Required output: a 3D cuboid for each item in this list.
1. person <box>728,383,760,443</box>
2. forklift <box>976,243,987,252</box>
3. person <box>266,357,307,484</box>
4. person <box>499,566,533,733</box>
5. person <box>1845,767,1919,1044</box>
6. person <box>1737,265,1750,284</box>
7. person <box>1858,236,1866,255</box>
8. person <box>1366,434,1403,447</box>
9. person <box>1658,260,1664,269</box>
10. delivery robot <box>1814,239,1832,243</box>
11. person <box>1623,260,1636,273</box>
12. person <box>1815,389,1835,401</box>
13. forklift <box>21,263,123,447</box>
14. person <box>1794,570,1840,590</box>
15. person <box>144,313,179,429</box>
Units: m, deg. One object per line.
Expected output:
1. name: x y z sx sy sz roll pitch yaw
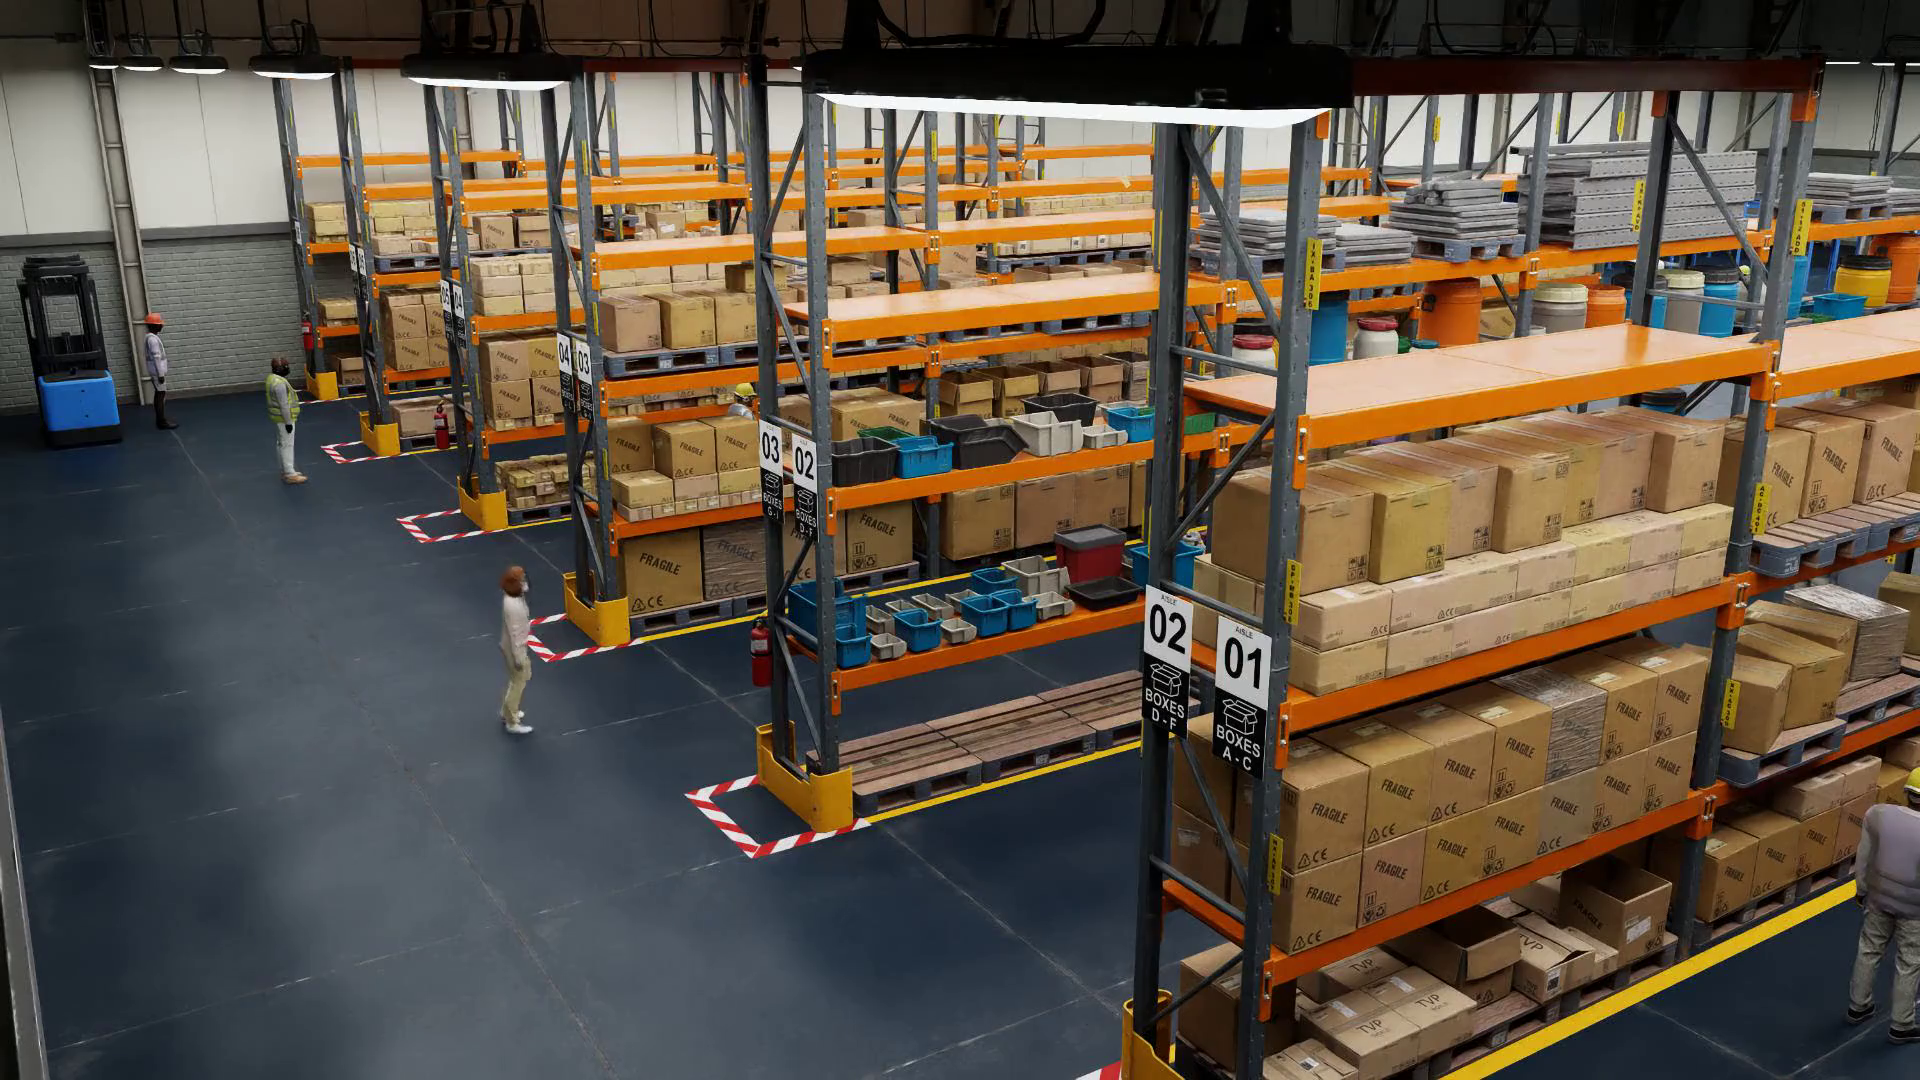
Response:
1. person: -2.903 -1.232 21.354 0.404 1.827 0.600 -11 20 -31
2. forklift: 0.988 -5.474 34.718 1.214 2.155 2.313 -10 20 -31
3. person: -9.867 -1.766 23.087 0.429 1.839 0.634 -11 20 -31
4. person: -4.084 0.992 14.449 0.430 1.603 0.588 -3 17 -9
5. person: 5.930 2.259 9.907 0.404 1.827 0.600 -11 20 -31
6. person: 16.014 -4.690 32.526 0.382 1.924 0.594 -11 20 -31
7. person: 28.000 -9.435 48.616 0.404 1.615 0.559 -1 17 -3
8. person: 5.771 -1.356 21.400 0.391 2.040 0.615 -11 20 -31
9. person: 15.854 -5.792 36.212 0.337 1.882 0.584 -11 20 -31
10. delivery robot: 28.589 -10.070 52.396 0.477 0.478 0.707 -11 20 -31
11. person: 17.337 -7.159 40.640 0.372 1.914 0.597 -11 20 -31
12. person: 14.849 -2.948 26.794 0.352 1.937 0.635 -11 20 -31
13. forklift: -14.518 -3.079 25.708 1.129 2.768 1.873 -10 20 -31
14. person: 8.887 0.371 16.426 0.266 1.631 0.507 -11 20 -31
15. person: -13.409 -2.842 26.453 0.378 1.932 0.551 -11 20 -31
